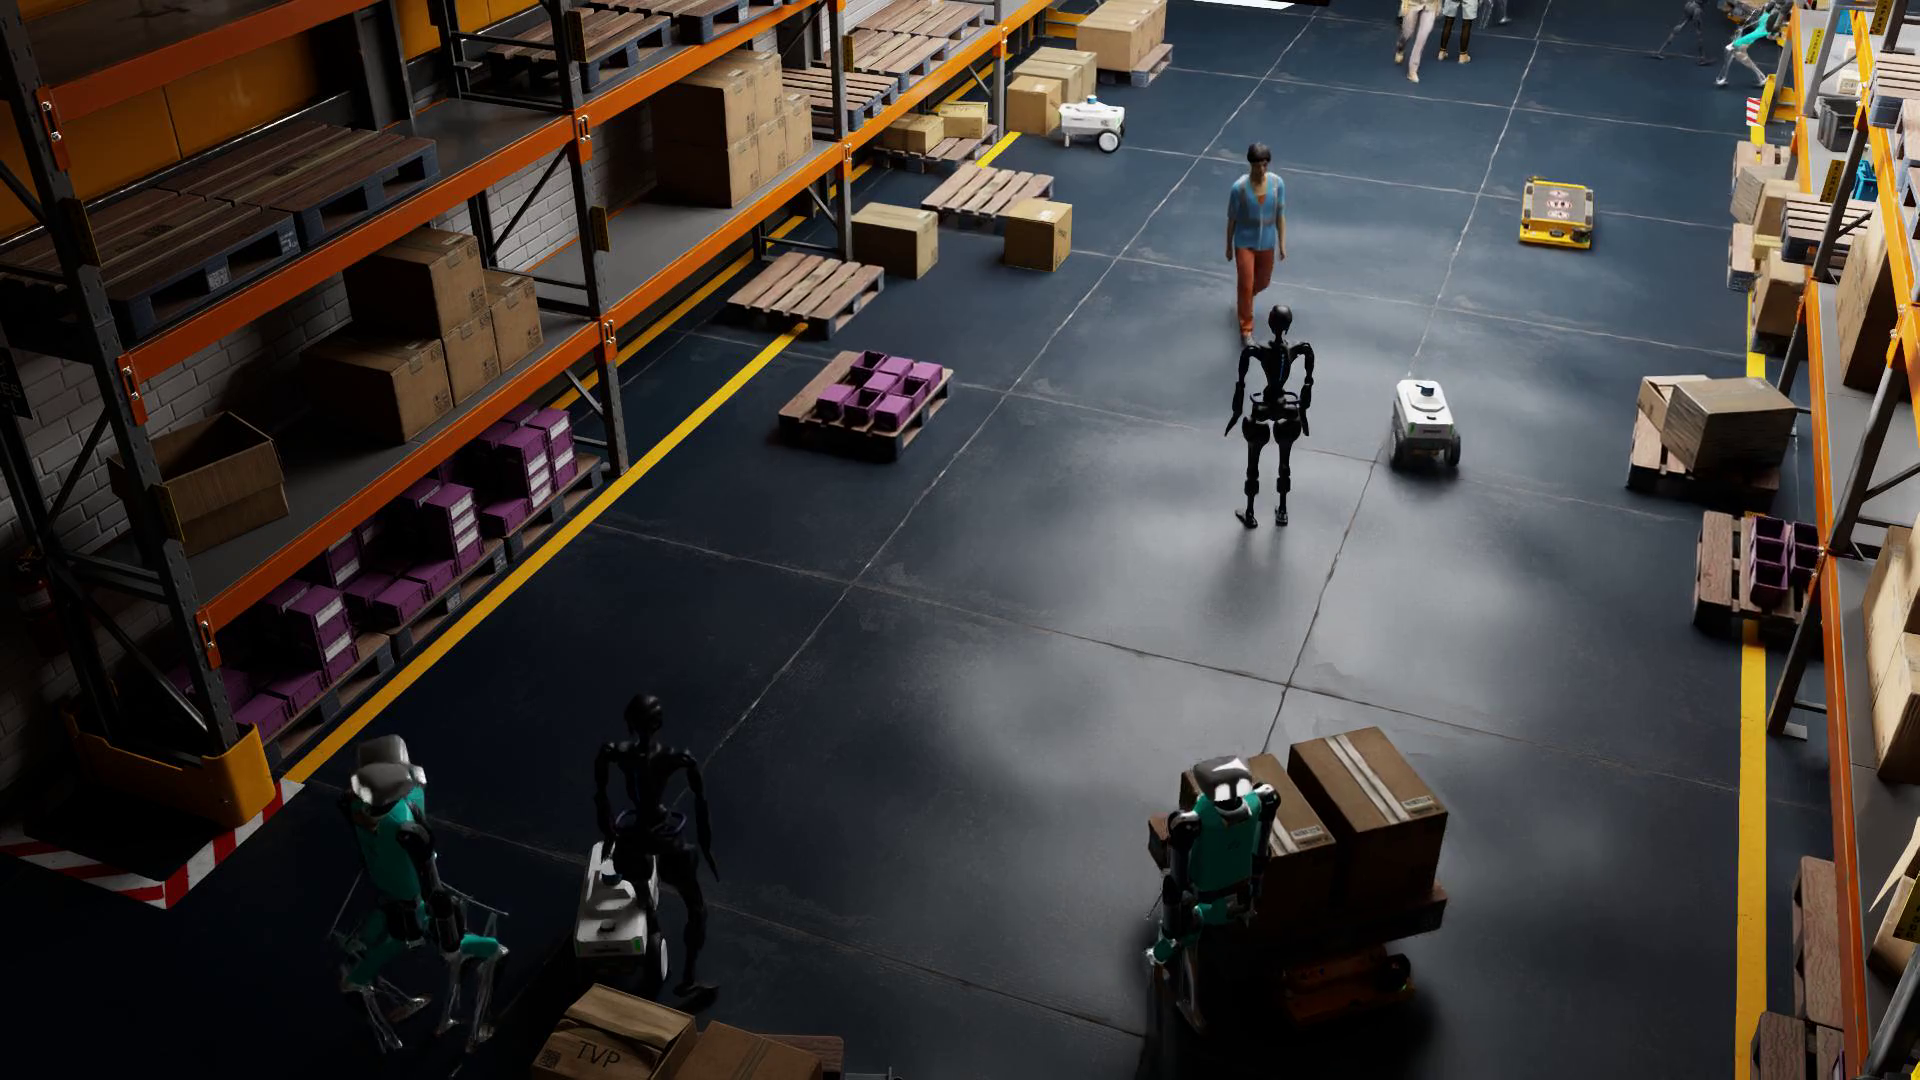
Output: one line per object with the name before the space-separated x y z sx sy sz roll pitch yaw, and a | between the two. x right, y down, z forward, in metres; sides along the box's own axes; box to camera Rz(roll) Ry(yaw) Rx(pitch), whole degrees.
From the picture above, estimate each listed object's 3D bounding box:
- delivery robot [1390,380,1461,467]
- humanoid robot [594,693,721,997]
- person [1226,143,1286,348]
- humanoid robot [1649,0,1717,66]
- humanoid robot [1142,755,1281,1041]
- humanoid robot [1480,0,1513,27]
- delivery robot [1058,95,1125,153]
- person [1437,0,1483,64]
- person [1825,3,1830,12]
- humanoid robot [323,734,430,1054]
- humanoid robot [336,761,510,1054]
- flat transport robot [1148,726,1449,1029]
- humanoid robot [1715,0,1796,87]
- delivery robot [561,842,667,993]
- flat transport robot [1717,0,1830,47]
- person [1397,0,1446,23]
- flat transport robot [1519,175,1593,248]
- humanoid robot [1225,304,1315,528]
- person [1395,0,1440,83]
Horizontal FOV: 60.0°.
delivery robot | 3.548 -0.912 12.746 0.499 0.601 0.788 2 33 3
humanoid robot | -1.474 1.497 7.986 0.609 1.644 0.489 5 33 8
person | 2.503 -2.568 14.203 0.516 1.747 0.737 -5 33 -8
humanoid robot | 9.235 -6.780 20.844 0.819 1.631 0.602 11 35 17
humanoid robot | 1.069 1.640 7.739 0.542 1.844 0.668 -14 35 -21
humanoid robot | 7.292 -7.646 22.177 0.549 1.895 0.760 25 40 33
delivery robot | 1.474 -4.652 18.519 0.747 0.585 0.523 6 33 9
person | 6.327 -6.849 20.883 0.535 1.691 0.319 20 38 28
person | 10.939 -6.794 20.647 0.458 1.858 0.535 16 36 23
humanoid robot | -2.717 1.698 7.619 0.762 1.793 0.553 -14 35 -20
humanoid robot | -2.368 1.657 7.663 0.530 1.784 0.634 20 38 28
flat transport robot | 1.714 1.887 8.672 0.659 0.231 1.431 -10 34 -15
humanoid robot | 9.491 -6.216 19.884 0.977 1.731 0.574 4 33 7
delivery robot | -1.732 1.906 8.397 0.499 0.614 0.791 -2 33 -3
flat transport robot | 10.965 -6.884 22.245 0.659 0.231 1.431 -5 33 -8
person | 6.308 -7.892 22.336 0.922 1.859 0.544 -25 40 -33
flat transport robot | 5.989 -3.296 16.693 0.659 0.231 1.431 10 34 15
humanoid robot | 2.168 -0.869 11.626 0.599 1.657 0.315 -2 33 -4
person | 5.636 -6.562 20.387 0.461 1.745 0.656 0 33 0
